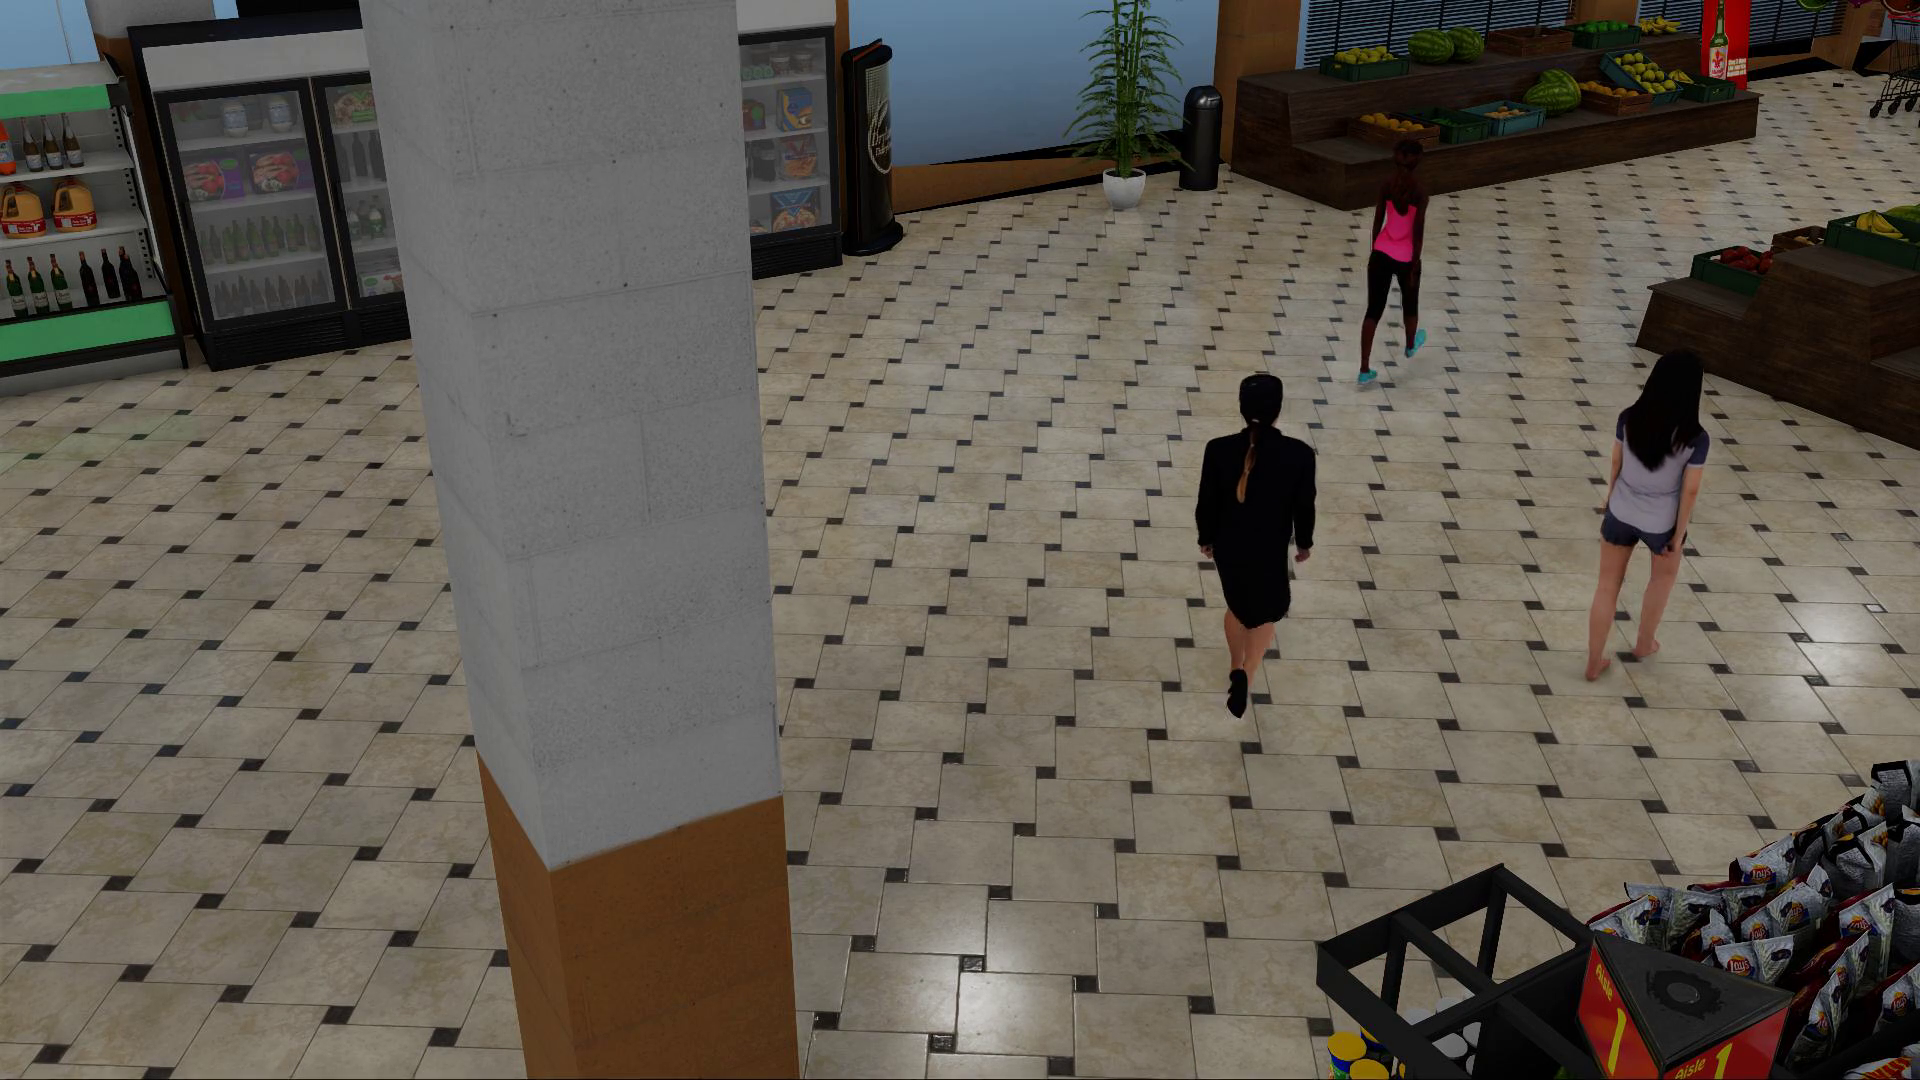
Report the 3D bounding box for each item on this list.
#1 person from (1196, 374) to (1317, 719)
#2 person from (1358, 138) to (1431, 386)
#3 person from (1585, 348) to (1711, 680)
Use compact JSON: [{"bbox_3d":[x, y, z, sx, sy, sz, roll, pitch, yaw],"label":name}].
[{"bbox_3d":[1.347,0.076,7.685,0.999,1.659,1.073,8,28,16],"label":"person"},{"bbox_3d":[2.970,-1.879,11.528,0.879,1.671,1.193,19,33,33],"label":"person"},{"bbox_3d":[3.236,-0.076,7.954,0.764,1.687,0.870,18,32,31],"label":"person"}]
